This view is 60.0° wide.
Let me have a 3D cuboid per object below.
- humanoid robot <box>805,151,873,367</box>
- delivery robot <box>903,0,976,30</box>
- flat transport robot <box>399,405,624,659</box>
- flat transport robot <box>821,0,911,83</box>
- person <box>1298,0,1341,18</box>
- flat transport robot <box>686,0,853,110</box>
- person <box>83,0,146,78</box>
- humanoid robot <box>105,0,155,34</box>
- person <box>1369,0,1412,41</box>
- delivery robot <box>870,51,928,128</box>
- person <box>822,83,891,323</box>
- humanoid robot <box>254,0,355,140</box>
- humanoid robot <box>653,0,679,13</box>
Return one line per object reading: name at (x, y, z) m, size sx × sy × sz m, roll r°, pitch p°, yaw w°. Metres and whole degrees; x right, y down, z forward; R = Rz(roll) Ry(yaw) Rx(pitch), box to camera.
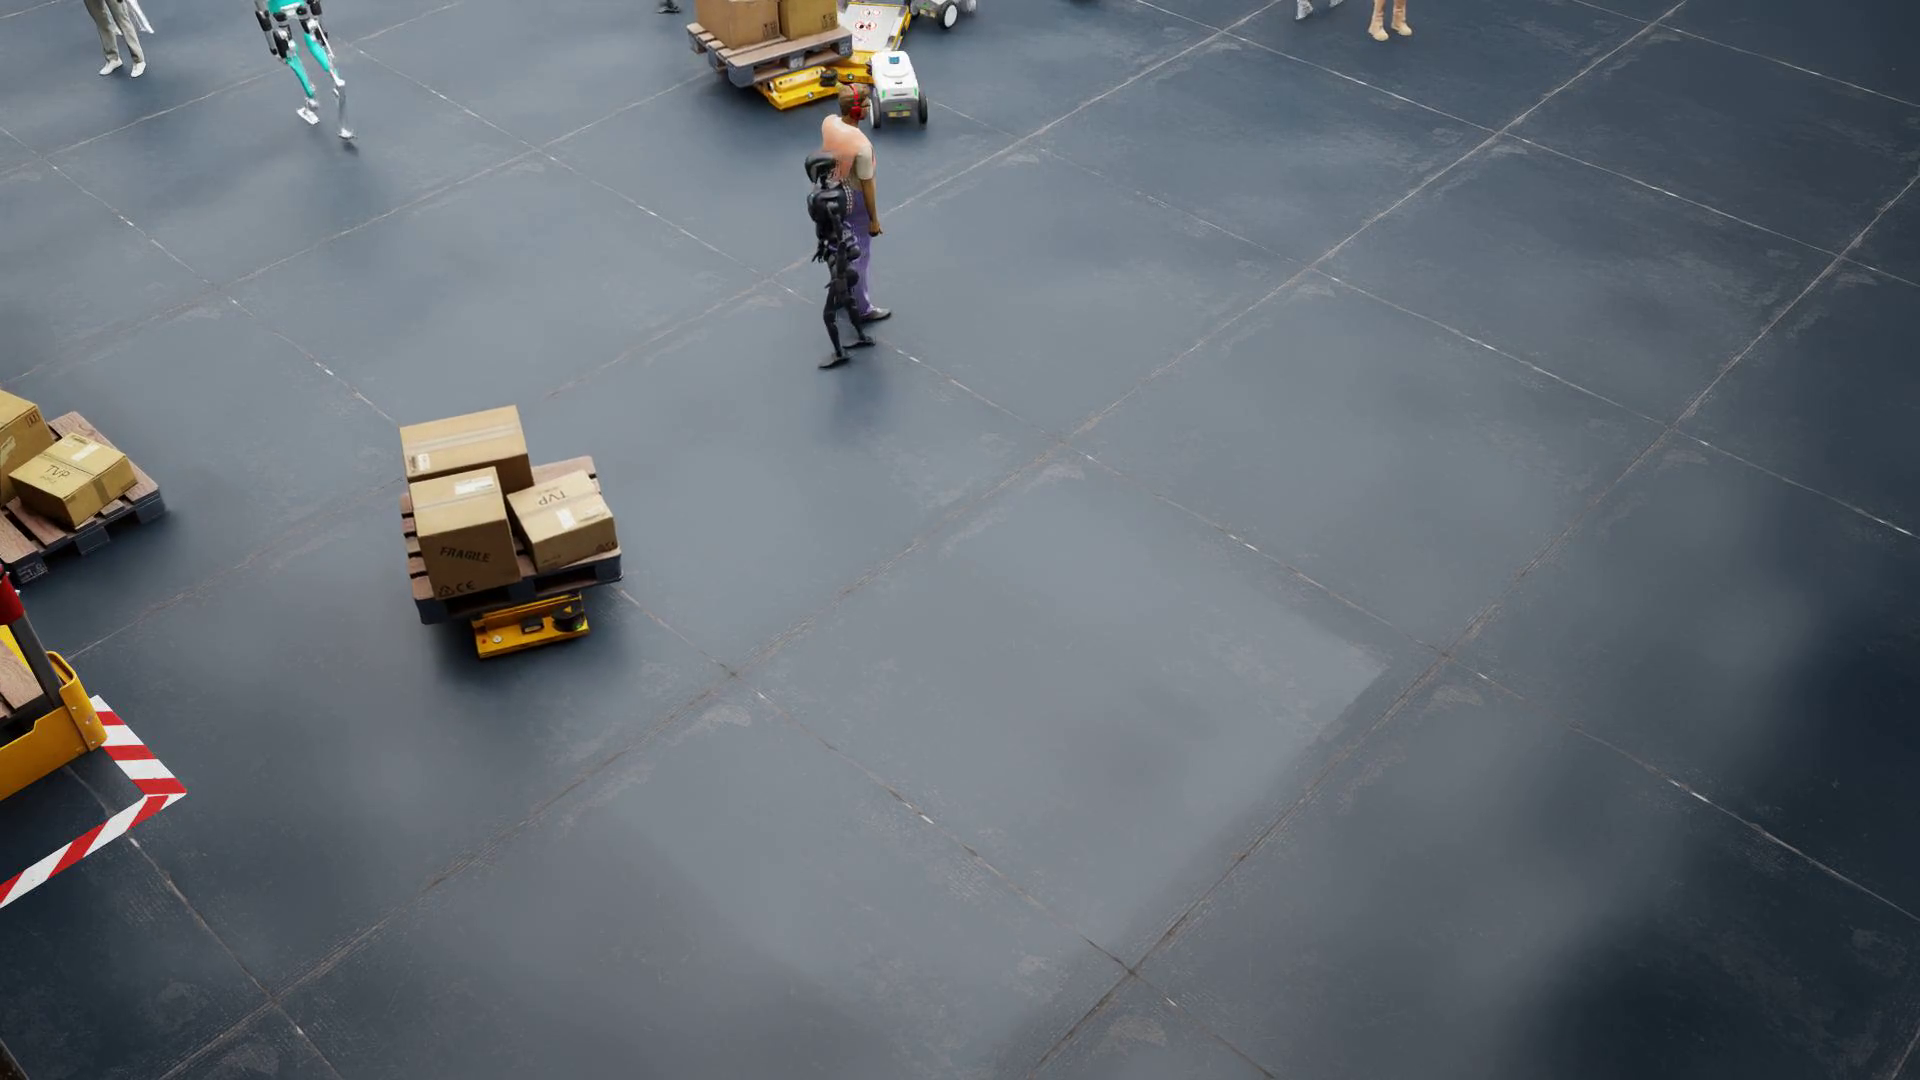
humanoid robot at (-0.868, -1.987, 11.687) m, size 0.525 × 1.636 × 0.603 m, roll -12°, pitch 43°, yaw -13°
delivery robot at (-0.174, -5.362, 16.287) m, size 0.514 × 0.614 × 0.786 m, roll 25°, pitch 48°, yaw 25°
flat transport robot at (-2.769, 0.134, 10.377) m, size 0.659 × 0.231 × 1.431 m, roll -13°, pitch 44°, yaw -14°
flat transport robot at (-0.901, -4.750, 15.806) m, size 0.659 × 0.231 × 1.431 m, roll 6°, pitch 42°, yaw 6°
person at (3.596, -5.961, 16.070) m, size 0.496 × 1.705 × 0.819 m, roll 25°, pitch 48°, yaw 25°
flat transport robot at (-1.743, -4.434, 15.454) m, size 0.659 × 0.231 × 1.431 m, roll -24°, pitch 47°, yaw -24°
person at (-7.803, -5.003, 15.061) m, size 0.514 × 1.639 × 0.309 m, roll 8°, pitch 43°, yaw 8°
humanoid robot at (-8.124, -5.553, 15.628) m, size 0.796 × 1.815 × 0.545 m, roll 20°, pitch 46°, yaw 21°
person at (4.185, -5.566, 15.614) m, size 0.460 × 1.737 × 0.309 m, roll -19°, pitch 45°, yaw -20°
delivery robot at (-0.568, -4.033, 14.794) m, size 0.519 × 0.593 × 0.765 m, roll -7°, pitch 42°, yaw -7°
person at (-0.789, -2.430, 12.050) m, size 0.373 × 1.840 × 0.568 m, roll -25°, pitch 48°, yaw -25°
humanoid robot at (-5.538, -4.162, 14.109) m, size 0.545 × 1.783 × 1.076 m, roll -28°, pitch 49°, yaw -27°
humanoid robot at (-2.933, -5.892, 16.019) m, size 0.347 × 1.657 × 0.600 m, roll 3°, pitch 42°, yaw 3°
